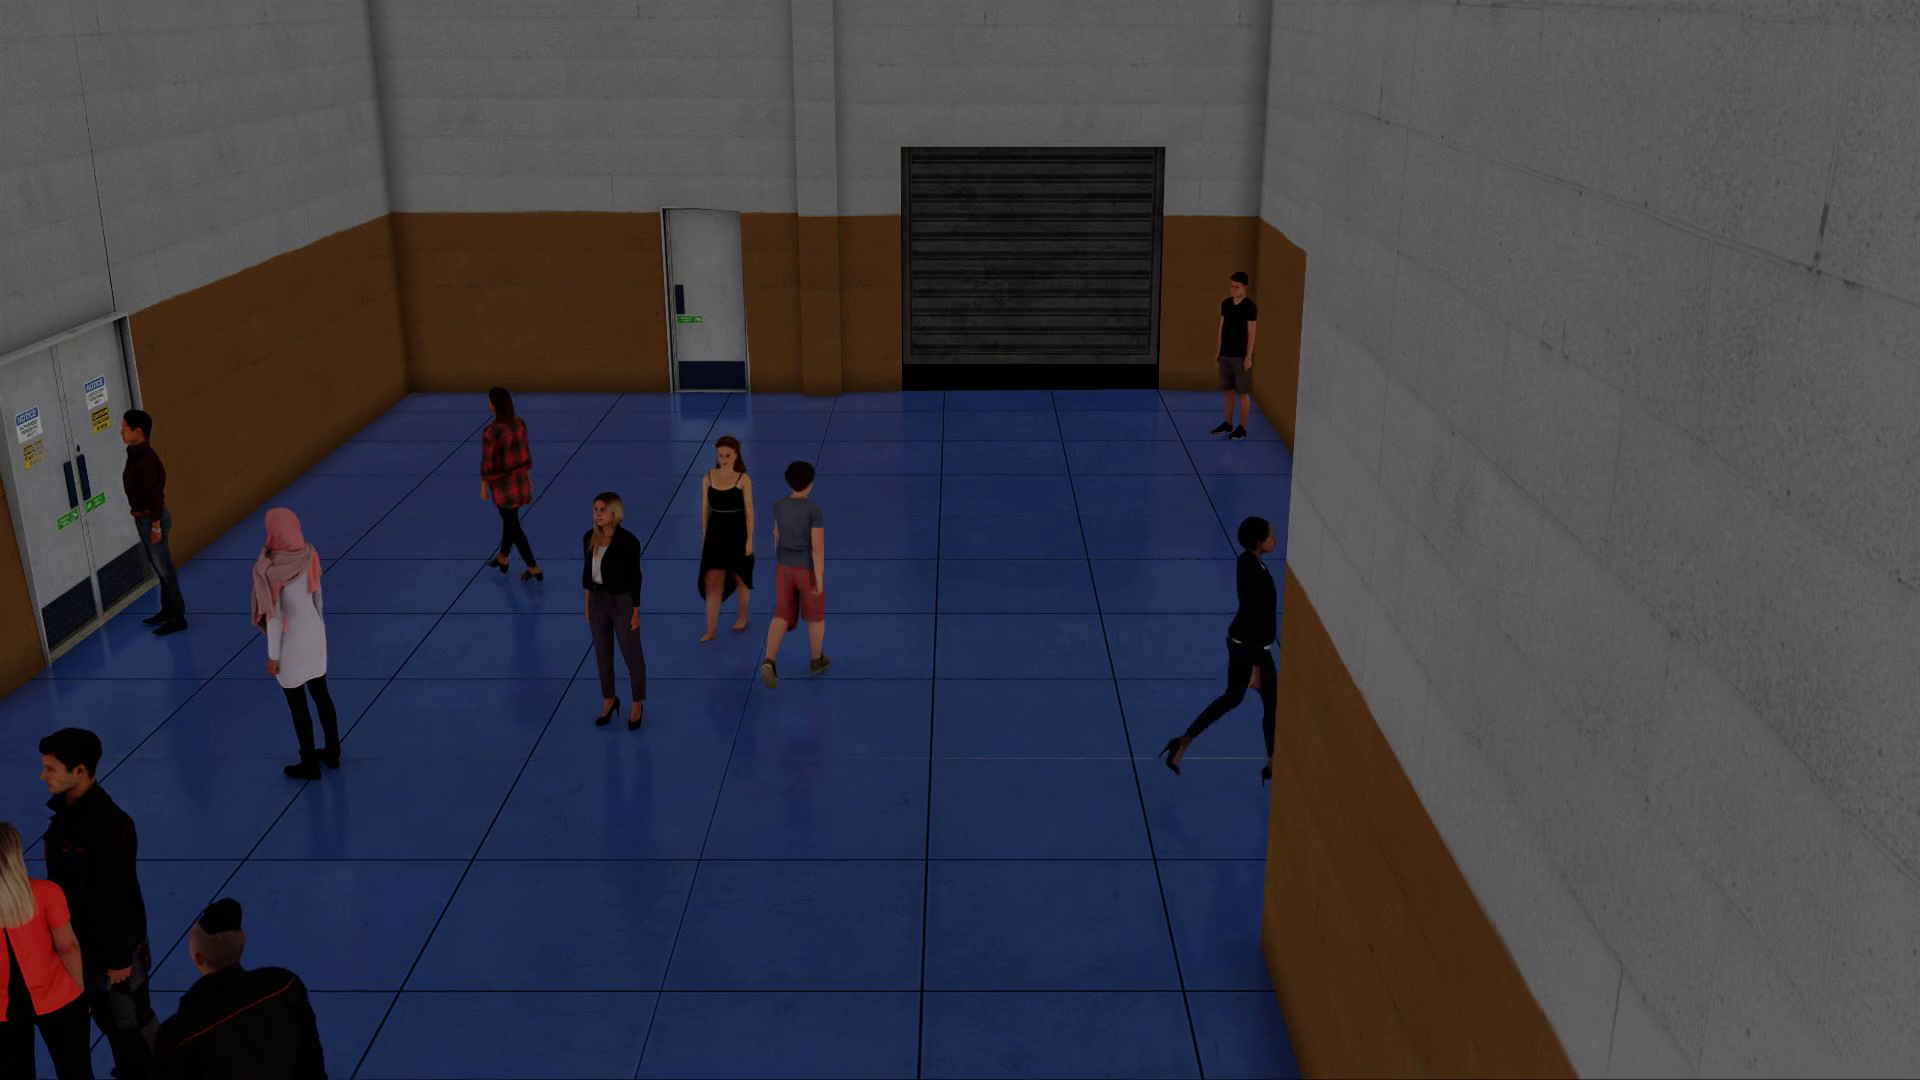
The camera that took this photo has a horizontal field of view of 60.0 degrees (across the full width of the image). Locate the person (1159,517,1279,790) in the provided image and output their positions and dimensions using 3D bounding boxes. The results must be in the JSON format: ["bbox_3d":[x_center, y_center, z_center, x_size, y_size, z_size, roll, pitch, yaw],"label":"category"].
[{"bbox_3d":[1.707,0.737,10.275,1.110,1.805,0.681,-2,19,-6],"label":"person"}]

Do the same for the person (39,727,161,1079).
[{"bbox_3d":[-3.703,1.695,7.215,0.776,1.946,0.845,17,25,40],"label":"person"}]

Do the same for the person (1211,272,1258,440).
[{"bbox_3d":[3.092,-2.074,18.522,0.794,1.861,0.758,-14,23,-36],"label":"person"}]

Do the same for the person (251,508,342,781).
[{"bbox_3d":[-4.189,0.653,10.529,0.738,1.803,0.722,10,21,26],"label":"person"}]

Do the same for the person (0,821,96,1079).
[{"bbox_3d":[-3.848,1.938,6.888,0.565,1.693,0.710,-5,19,-15],"label":"person"}]

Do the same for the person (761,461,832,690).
[{"bbox_3d":[-1.204,0.273,11.912,1.065,1.626,0.879,7,20,19],"label":"person"}]

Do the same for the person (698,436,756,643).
[{"bbox_3d":[-1.757,-0.045,12.918,0.906,1.597,0.749,3,19,9],"label":"person"}]

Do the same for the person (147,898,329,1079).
[{"bbox_3d":[-2.510,2.167,5.975,1.215,1.819,1.040,8,20,23],"label":"person"}]

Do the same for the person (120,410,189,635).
[{"bbox_3d":[-6.284,-0.152,12.949,0.745,1.781,0.720,-14,23,-36],"label":"person"}]

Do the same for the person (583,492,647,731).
[{"bbox_3d":[-2.335,0.475,11.261,0.577,1.672,0.720,7,20,19],"label":"person"}]

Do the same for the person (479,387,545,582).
[{"bbox_3d":[-3.739,-0.435,13.951,1.035,1.676,0.890,10,21,28],"label":"person"}]
